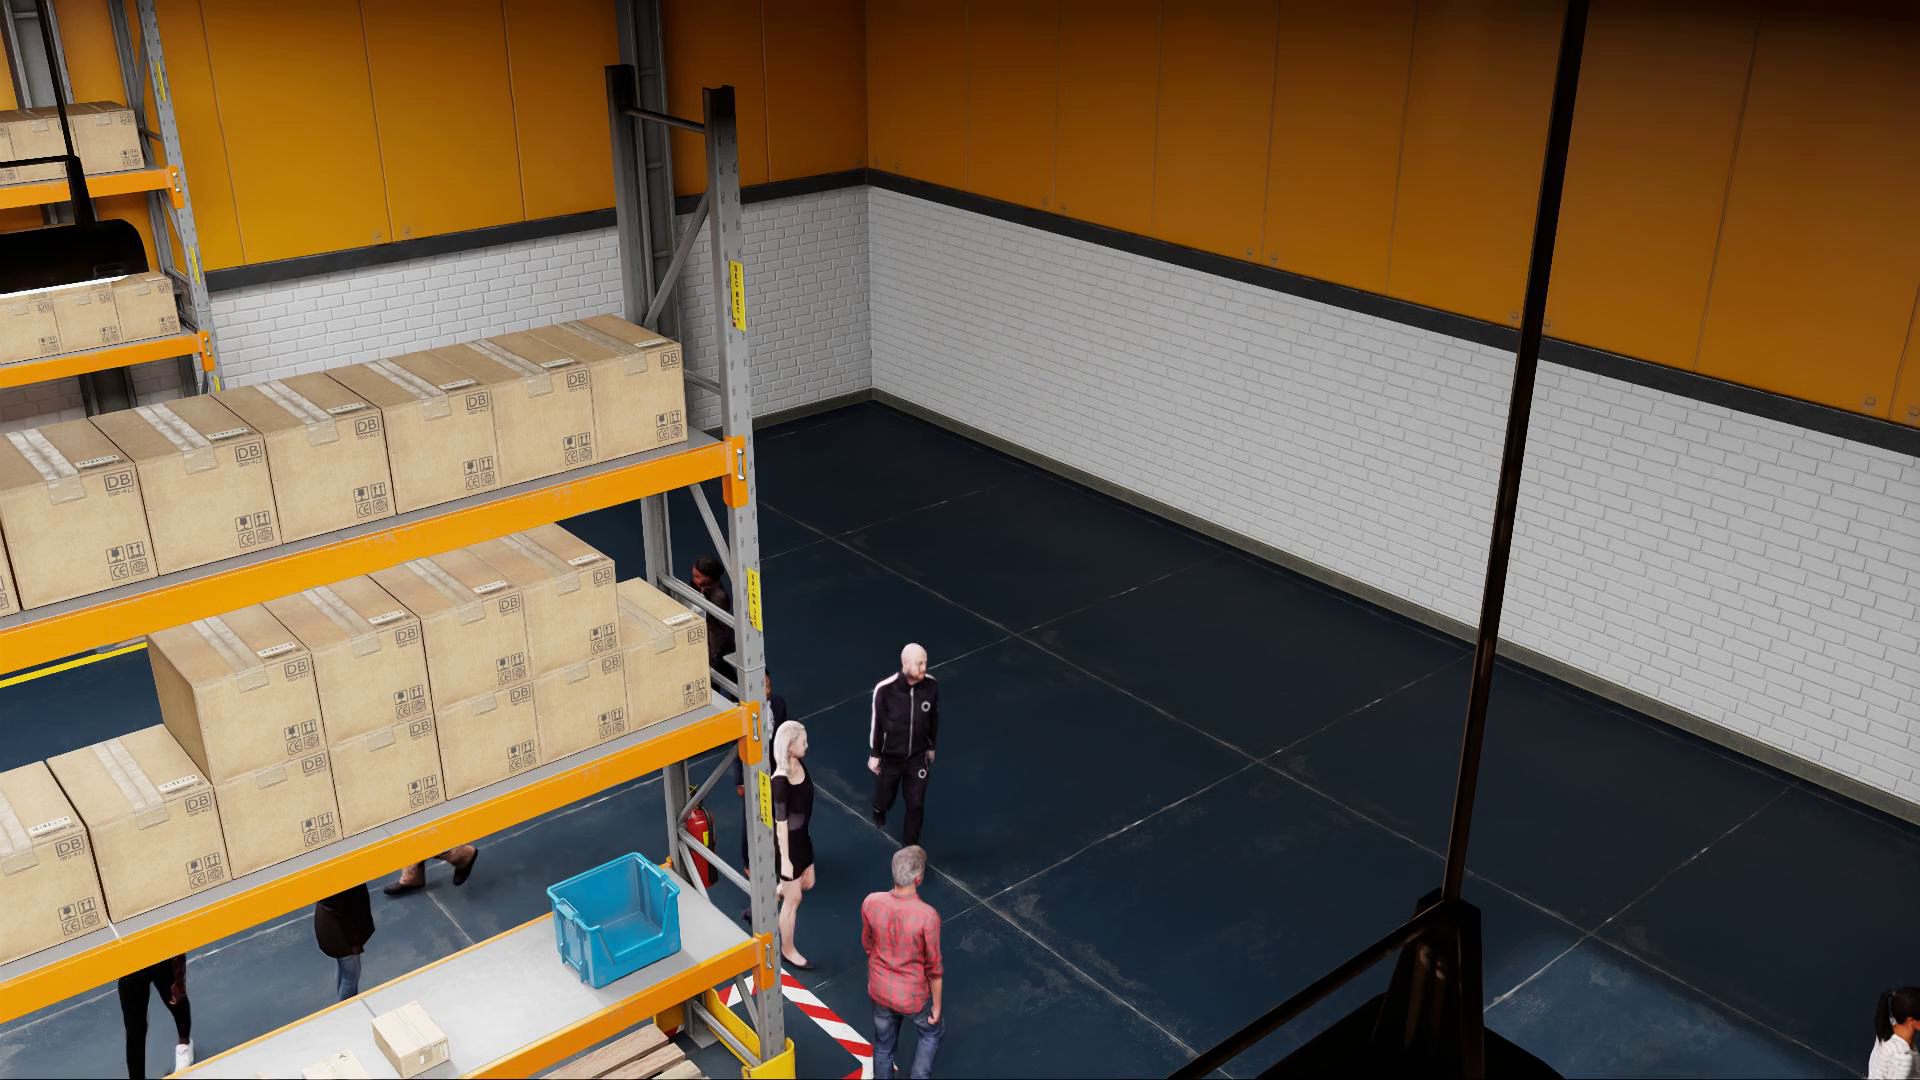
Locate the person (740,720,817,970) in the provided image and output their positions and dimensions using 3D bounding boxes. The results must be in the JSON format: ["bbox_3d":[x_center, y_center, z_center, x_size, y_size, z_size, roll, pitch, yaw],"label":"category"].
[{"bbox_3d":[-1.200,2.003,10.983,0.907,1.816,0.864,7,25,17],"label":"person"}]

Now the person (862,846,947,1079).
[{"bbox_3d":[-0.368,2.632,9.550,0.844,1.812,0.845,8,25,17],"label":"person"}]

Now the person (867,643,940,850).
[{"bbox_3d":[-0.446,1.535,12.066,1.049,1.806,0.989,-7,25,-16],"label":"person"}]

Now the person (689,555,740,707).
[{"bbox_3d":[-2.152,0.918,13.679,0.937,1.645,0.624,-17,29,-34],"label":"person"}]

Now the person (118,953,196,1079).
[{"bbox_3d":[-4.814,2.504,9.960,1.069,1.717,0.971,-5,24,-12],"label":"person"}]

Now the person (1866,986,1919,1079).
[{"bbox_3d":[4.807,3.047,8.819,0.779,1.637,0.728,10,25,21],"label":"person"}]

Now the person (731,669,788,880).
[{"bbox_3d":[-1.427,1.655,11.894,0.487,1.724,0.707,-21,31,-40],"label":"person"}]
